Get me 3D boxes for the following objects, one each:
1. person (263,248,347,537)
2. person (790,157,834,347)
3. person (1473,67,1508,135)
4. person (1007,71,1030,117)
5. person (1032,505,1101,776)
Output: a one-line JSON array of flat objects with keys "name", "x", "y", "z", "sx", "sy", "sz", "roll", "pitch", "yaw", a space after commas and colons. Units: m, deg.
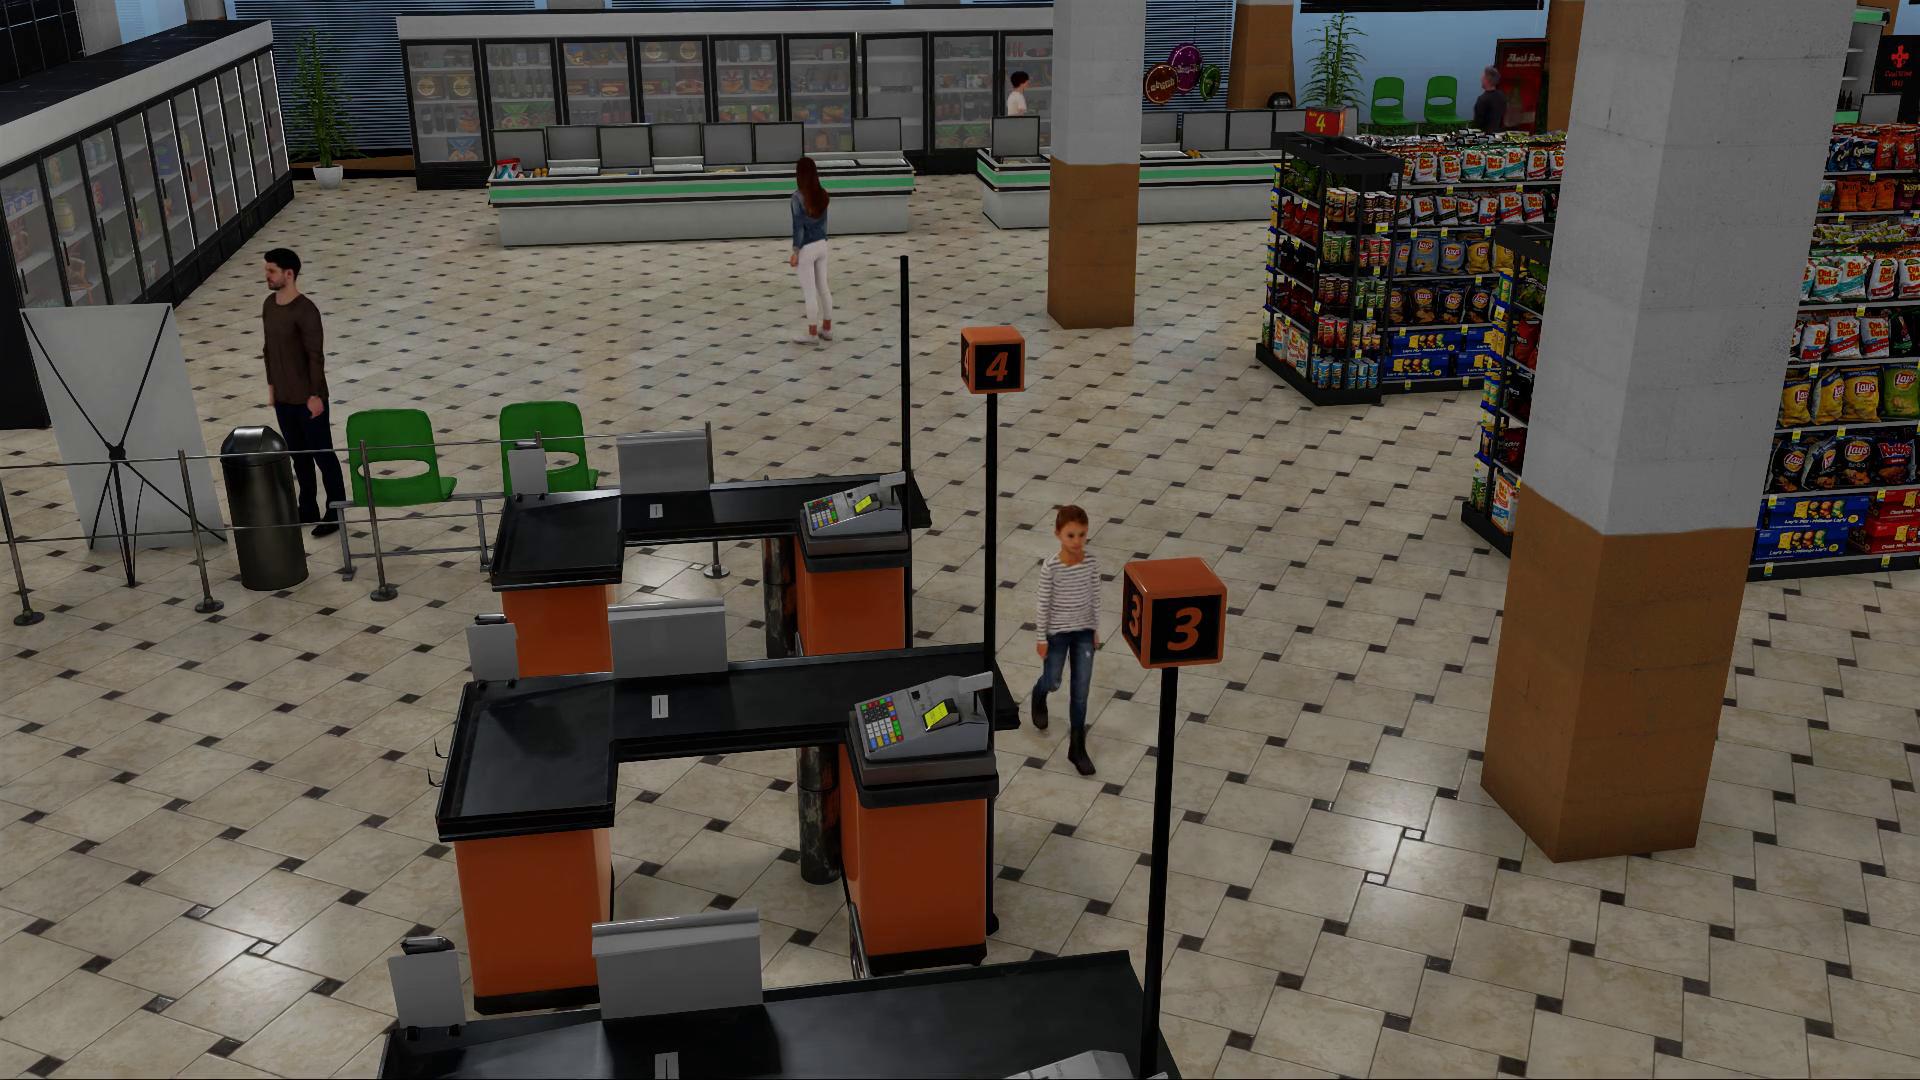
[{"name": "person", "x": -4.287, "y": -0.967, "z": 10.807, "sx": 0.723, "sy": 1.888, "sz": 0.802, "roll": 12, "pitch": 25, "yaw": 27}, {"name": "person", "x": -1.352, "y": -2.644, "z": 15.232, "sx": 0.735, "sy": 1.701, "sz": 0.665, "roll": 16, "pitch": 27, "yaw": 34}, {"name": "person", "x": 6.666, "y": -4.992, "z": 20.916, "sx": 0.972, "sy": 1.821, "sz": 1.008, "roll": -18, "pitch": 28, "yaw": -38}, {"name": "person", "x": 0.673, "y": -5.376, "z": 22.119, "sx": 0.703, "sy": 1.637, "sz": 0.575, "roll": -3, "pitch": 22, "yaw": -8}, {"name": "person", "x": 0.500, "y": 0.445, "z": 8.086, "sx": 0.827, "sy": 1.298, "sz": 0.601, "roll": -6, "pitch": 23, "yaw": -15}]
